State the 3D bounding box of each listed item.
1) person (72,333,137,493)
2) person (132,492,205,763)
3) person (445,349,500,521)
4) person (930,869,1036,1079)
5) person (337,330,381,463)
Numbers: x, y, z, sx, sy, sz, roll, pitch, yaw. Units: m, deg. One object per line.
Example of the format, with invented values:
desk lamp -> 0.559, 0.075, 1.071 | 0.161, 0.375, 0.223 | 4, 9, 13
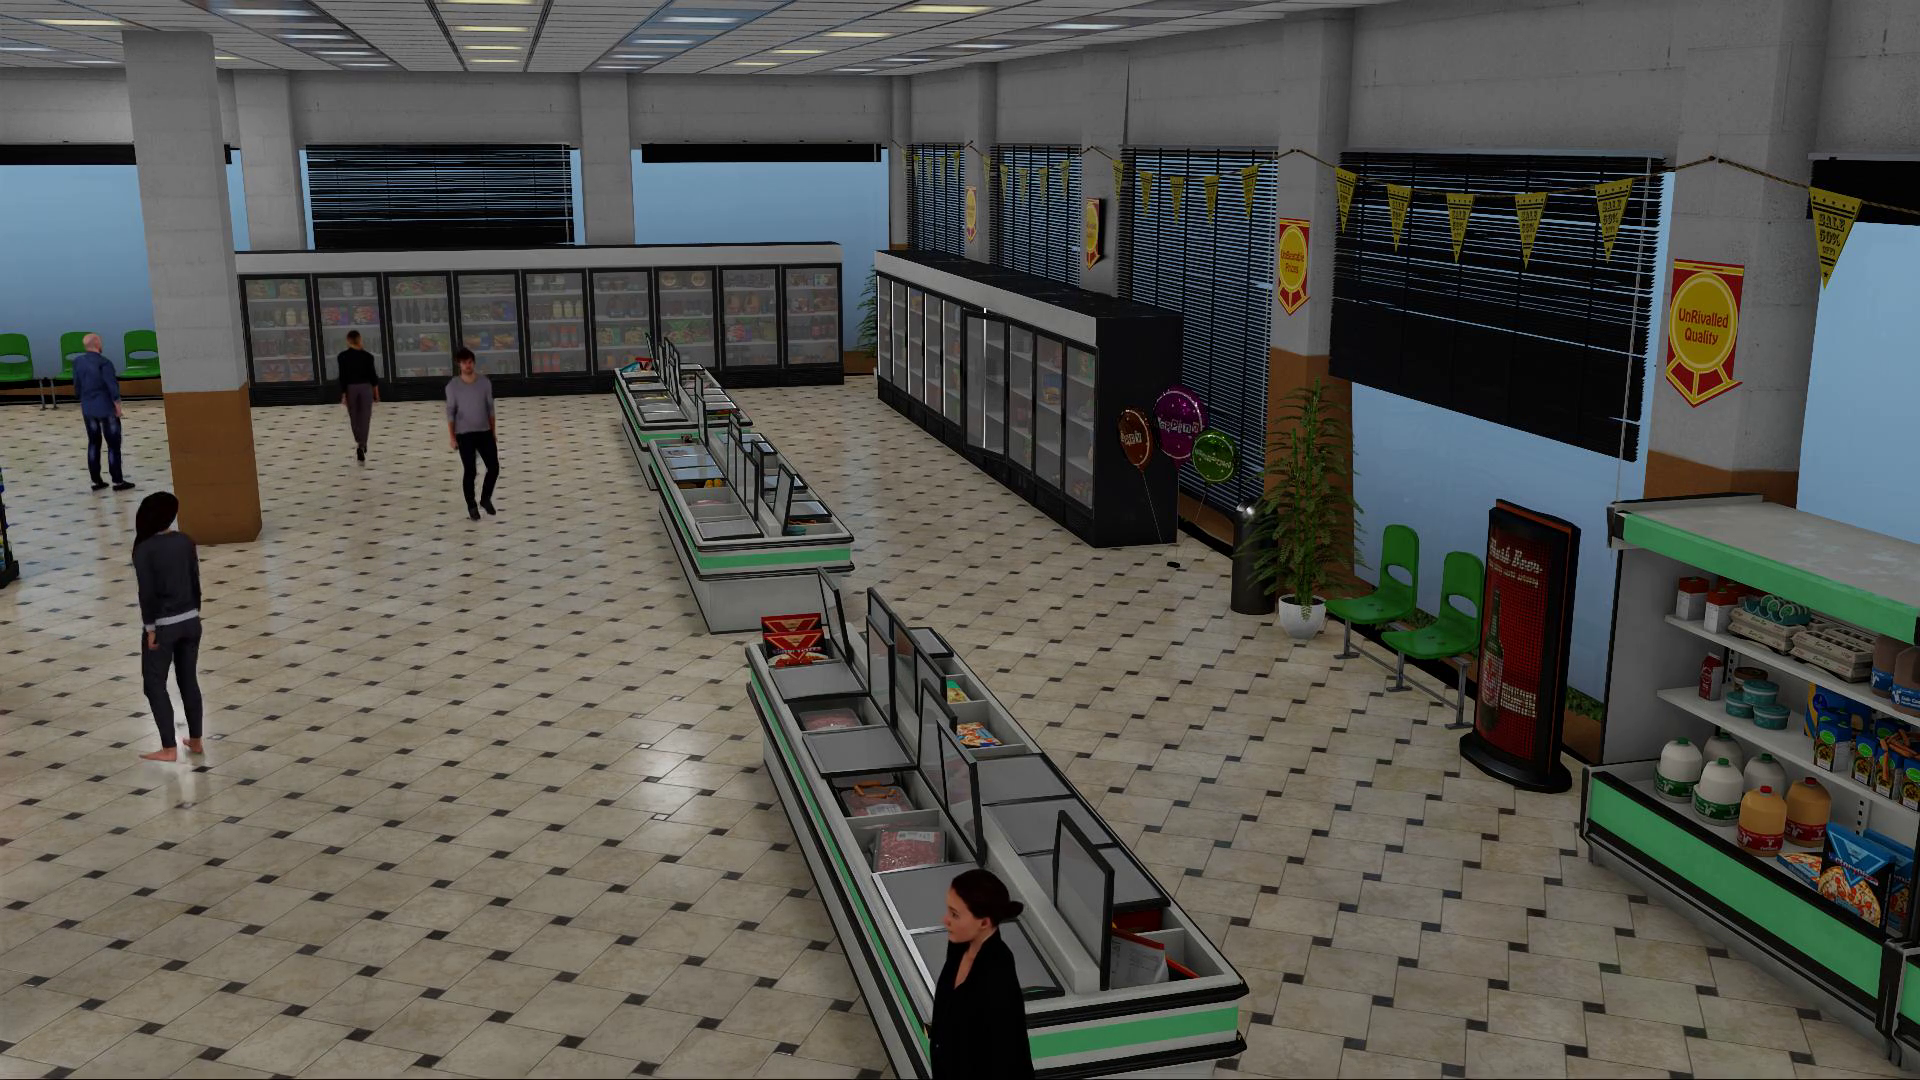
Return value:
person -> -9.918, -1.474, 19.196 | 0.800, 1.825, 0.752 | 2, 14, 10
person -> -5.162, 0.577, 10.910 | 0.895, 1.745, 0.817 | 3, 14, 12
person -> -5.225, -1.129, 17.773 | 0.771, 1.824, 0.755 | -9, 16, -32
person -> 0.096, 1.891, 5.550 | 0.714, 1.718, 0.522 | -5, 14, -19
person -> -7.509, -1.753, 20.777 | 0.615, 1.621, 1.022 | -3, 14, -13
